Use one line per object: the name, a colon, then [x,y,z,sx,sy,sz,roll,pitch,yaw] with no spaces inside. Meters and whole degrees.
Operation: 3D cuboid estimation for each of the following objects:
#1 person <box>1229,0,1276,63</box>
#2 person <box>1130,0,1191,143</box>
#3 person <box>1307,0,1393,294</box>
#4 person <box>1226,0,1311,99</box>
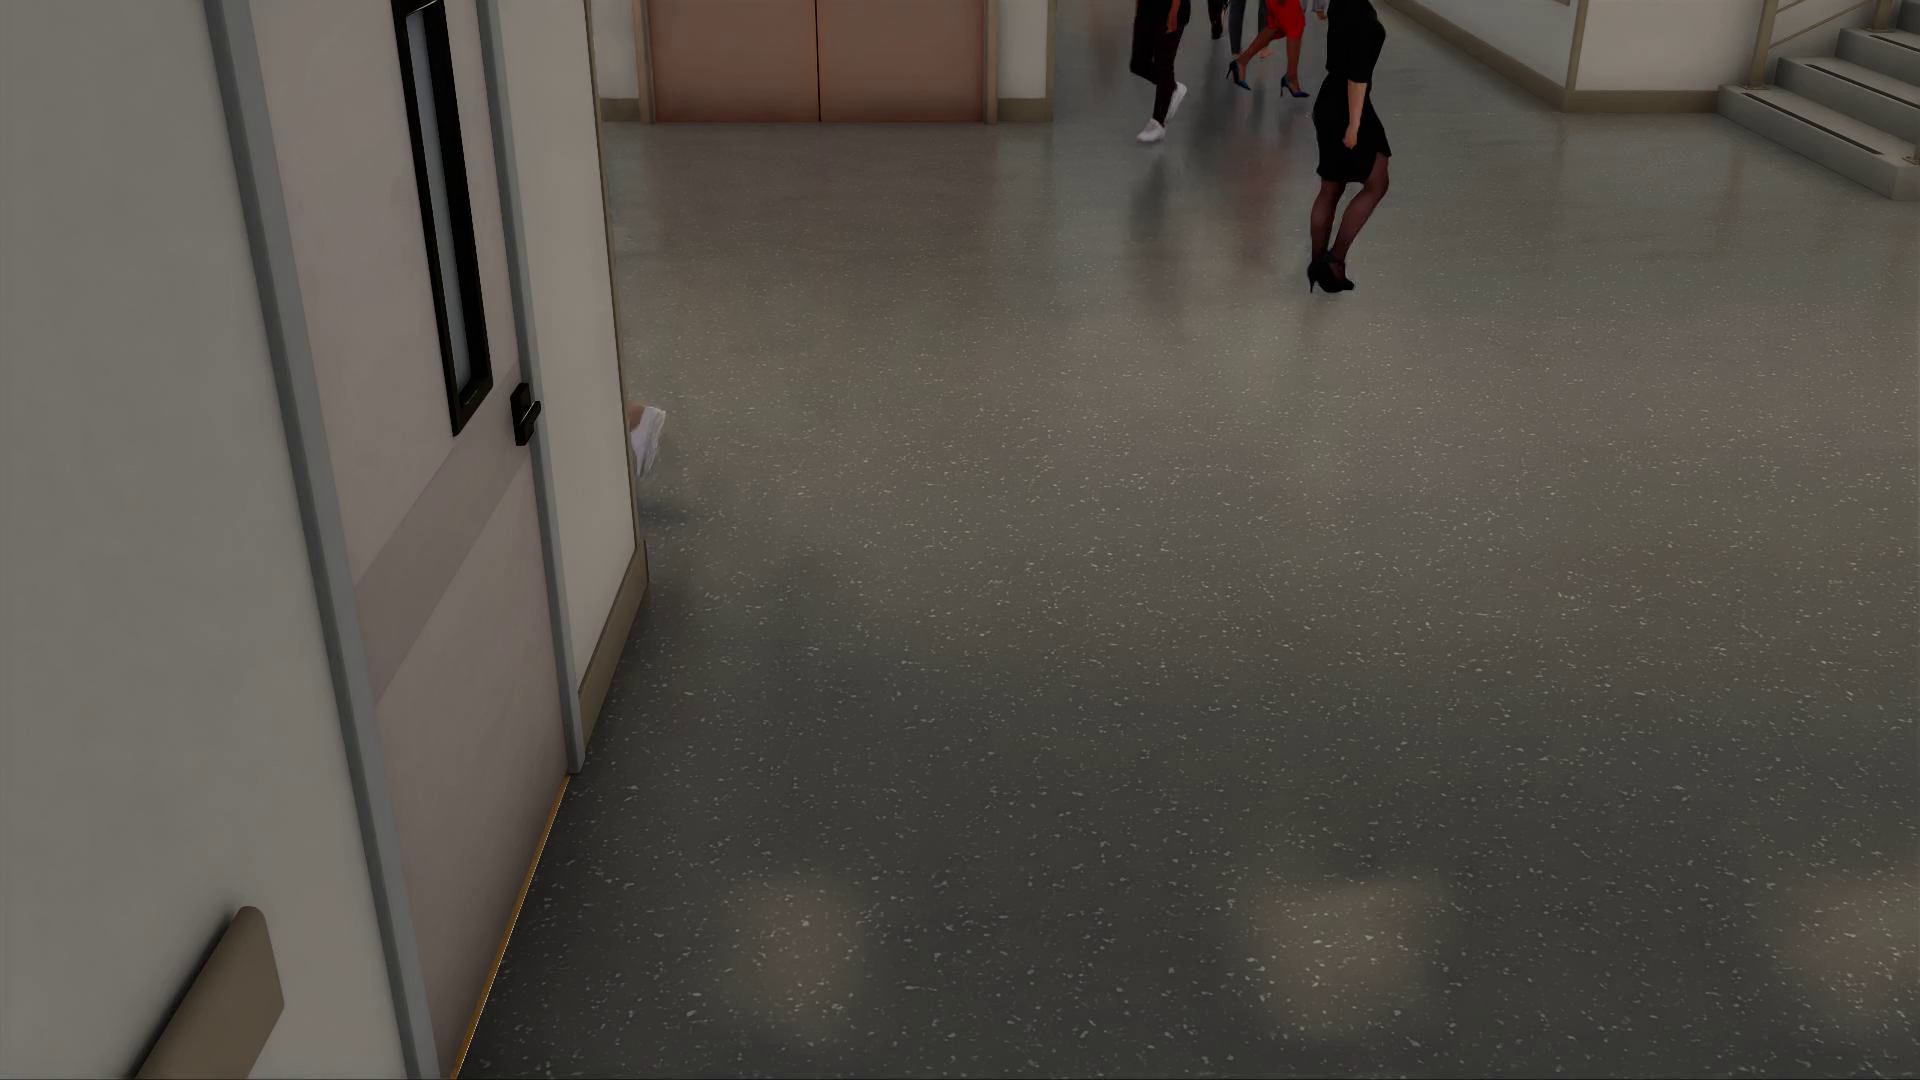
person: [2.367,-4.784,13.623,0.859,1.750,0.839,9,27,18]
person: [1.401,-3.566,11.085,0.963,1.762,0.890,-20,32,-35]
person: [1.753,-1.987,7.888,0.633,1.694,0.648,-6,26,-11]
person: [2.284,-4.087,12.232,0.863,1.704,0.639,1,26,3]
